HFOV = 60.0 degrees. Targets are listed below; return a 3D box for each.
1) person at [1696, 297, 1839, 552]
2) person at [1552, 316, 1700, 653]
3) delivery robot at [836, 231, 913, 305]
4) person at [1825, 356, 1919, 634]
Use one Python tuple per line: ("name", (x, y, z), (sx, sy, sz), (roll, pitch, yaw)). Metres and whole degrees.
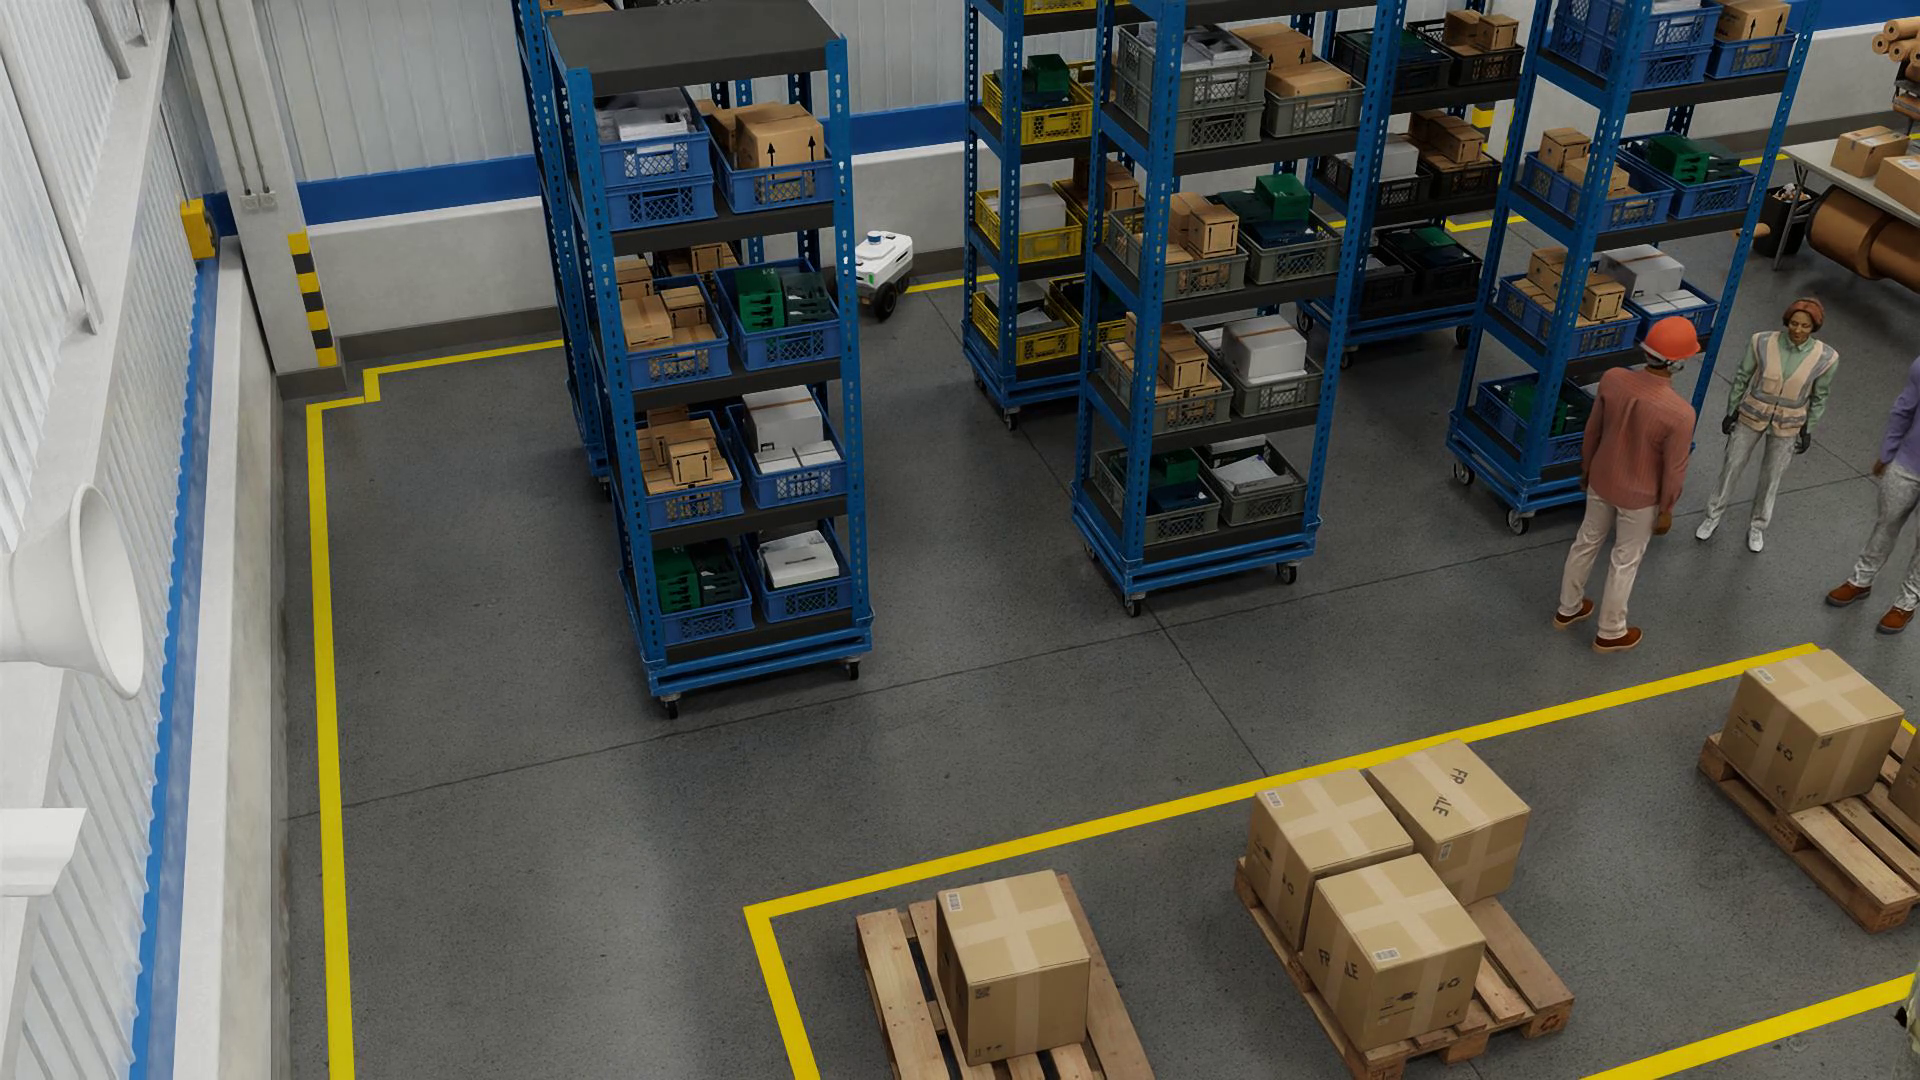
("person", (4.779, -0.687, 9.825), (0.515, 1.641, 0.308), (16, 38, 21))
("person", (3.608, -0.297, 8.967), (0.386, 1.996, 0.610), (-19, 39, -24))
("delivery robot", (-0.648, -2.125, 12.722), (0.477, 0.478, 0.707), (16, 38, 21))
("person", (5.324, -0.363, 9.110), (0.371, 1.939, 0.629), (-20, 40, -26))
